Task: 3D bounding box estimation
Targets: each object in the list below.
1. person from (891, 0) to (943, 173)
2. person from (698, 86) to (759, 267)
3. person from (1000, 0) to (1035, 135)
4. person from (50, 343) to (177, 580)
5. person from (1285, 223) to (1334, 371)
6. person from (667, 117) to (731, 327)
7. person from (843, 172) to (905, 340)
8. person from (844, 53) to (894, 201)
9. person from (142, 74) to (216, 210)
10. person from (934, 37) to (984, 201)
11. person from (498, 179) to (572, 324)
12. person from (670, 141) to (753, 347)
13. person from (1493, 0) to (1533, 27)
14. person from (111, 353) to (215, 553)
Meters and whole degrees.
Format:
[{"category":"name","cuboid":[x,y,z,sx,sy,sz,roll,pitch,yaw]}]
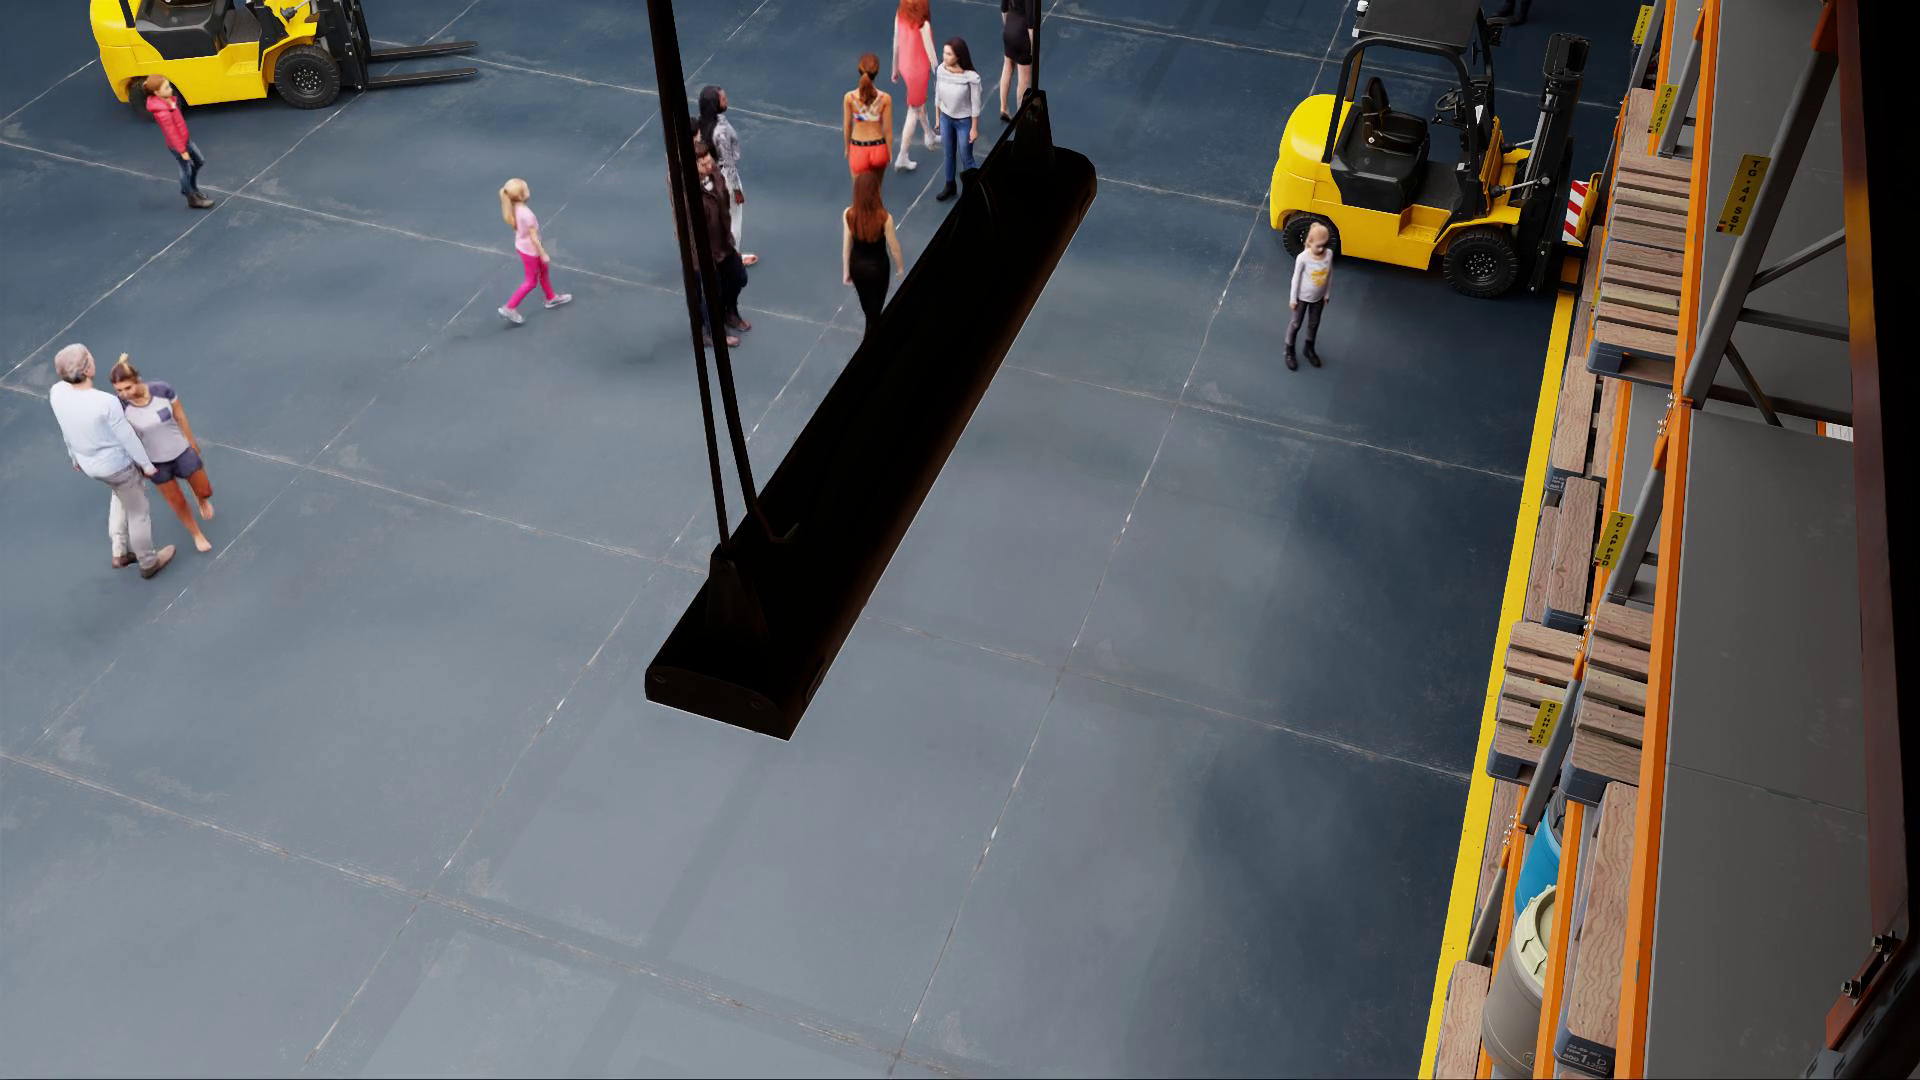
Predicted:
[{"category":"person","cuboid":[-0.480,-4.139,15.029,1.039,1.798,0.891,-32,52,-29]},{"category":"person","cuboid":[-2.038,-2.988,13.884,0.913,1.712,0.865,-15,46,-15]},{"category":"person","cuboid":[0.544,-4.689,15.604,0.687,1.803,0.670,-26,49,-24]},{"category":"person","cuboid":[-5.726,-0.435,11.089,0.679,1.870,0.690,12,45,13]},{"category":"person","cuboid":[2.749,-1.938,13.097,0.588,1.277,0.638,-12,45,-13]},{"category":"person","cuboid":[-2.158,-2.451,13.202,0.795,1.876,0.768,-28,50,-26]},{"category":"person","cuboid":[-0.734,-2.006,12.866,0.571,1.694,1.039,14,45,14]},{"category":"person","cuboid":[-0.781,-3.210,14.076,0.831,1.769,1.065,-2,44,-2]},{"category":"person","cuboid":[-6.978,-3.508,14.721,0.656,1.309,0.568,-4,44,-4]},{"category":"person","cuboid":[-0.015,-3.696,14.686,0.656,1.630,0.600,25,49,24]},{"category":"person","cuboid":[-3.559,-2.340,13.535,0.905,1.254,0.811,-21,48,-21]},{"category":"person","cuboid":[-2.036,-2.343,13.120,0.862,1.831,0.675,16,46,16]},{"category":"person","cuboid":[5.930,-6.213,17.287,0.726,1.688,0.673,-20,47,-20]},{"category":"person","cuboid":[-5.495,-0.637,11.486,0.757,1.615,0.804,-28,50,-26]}]
